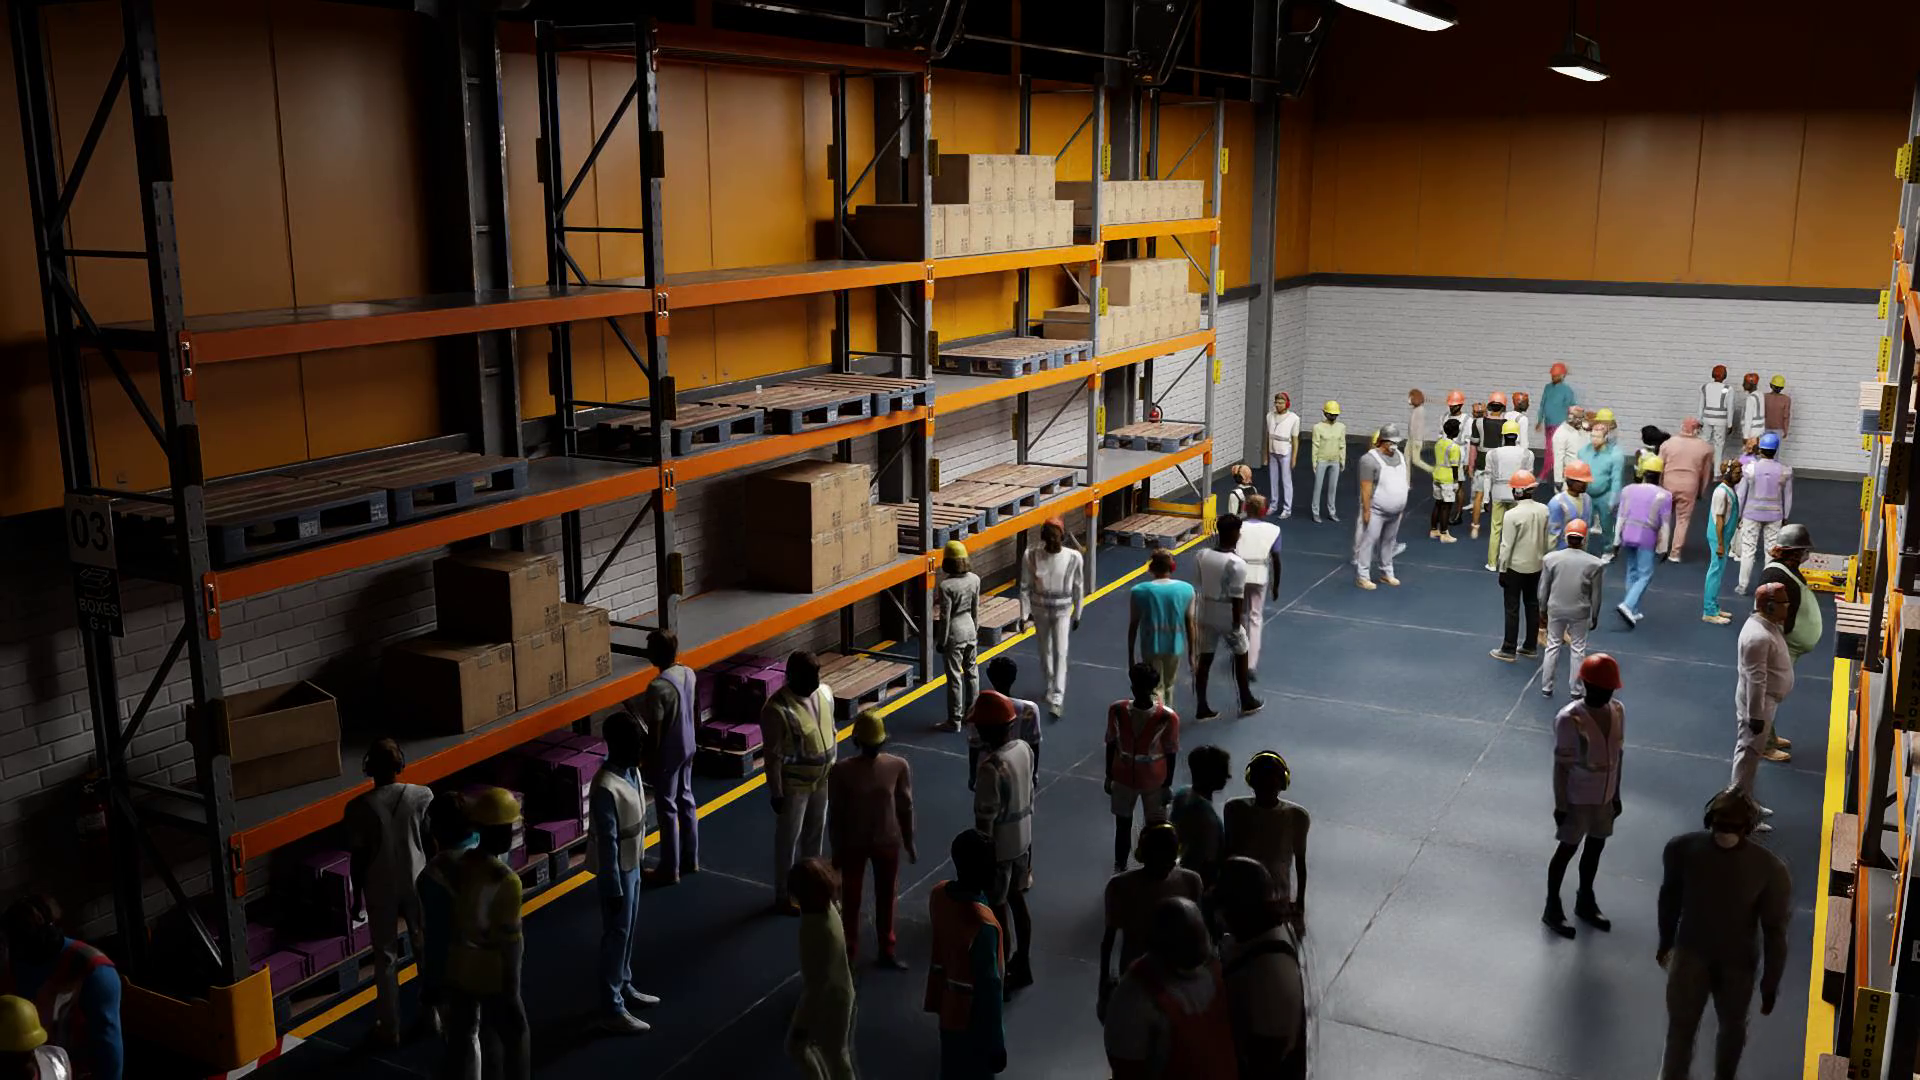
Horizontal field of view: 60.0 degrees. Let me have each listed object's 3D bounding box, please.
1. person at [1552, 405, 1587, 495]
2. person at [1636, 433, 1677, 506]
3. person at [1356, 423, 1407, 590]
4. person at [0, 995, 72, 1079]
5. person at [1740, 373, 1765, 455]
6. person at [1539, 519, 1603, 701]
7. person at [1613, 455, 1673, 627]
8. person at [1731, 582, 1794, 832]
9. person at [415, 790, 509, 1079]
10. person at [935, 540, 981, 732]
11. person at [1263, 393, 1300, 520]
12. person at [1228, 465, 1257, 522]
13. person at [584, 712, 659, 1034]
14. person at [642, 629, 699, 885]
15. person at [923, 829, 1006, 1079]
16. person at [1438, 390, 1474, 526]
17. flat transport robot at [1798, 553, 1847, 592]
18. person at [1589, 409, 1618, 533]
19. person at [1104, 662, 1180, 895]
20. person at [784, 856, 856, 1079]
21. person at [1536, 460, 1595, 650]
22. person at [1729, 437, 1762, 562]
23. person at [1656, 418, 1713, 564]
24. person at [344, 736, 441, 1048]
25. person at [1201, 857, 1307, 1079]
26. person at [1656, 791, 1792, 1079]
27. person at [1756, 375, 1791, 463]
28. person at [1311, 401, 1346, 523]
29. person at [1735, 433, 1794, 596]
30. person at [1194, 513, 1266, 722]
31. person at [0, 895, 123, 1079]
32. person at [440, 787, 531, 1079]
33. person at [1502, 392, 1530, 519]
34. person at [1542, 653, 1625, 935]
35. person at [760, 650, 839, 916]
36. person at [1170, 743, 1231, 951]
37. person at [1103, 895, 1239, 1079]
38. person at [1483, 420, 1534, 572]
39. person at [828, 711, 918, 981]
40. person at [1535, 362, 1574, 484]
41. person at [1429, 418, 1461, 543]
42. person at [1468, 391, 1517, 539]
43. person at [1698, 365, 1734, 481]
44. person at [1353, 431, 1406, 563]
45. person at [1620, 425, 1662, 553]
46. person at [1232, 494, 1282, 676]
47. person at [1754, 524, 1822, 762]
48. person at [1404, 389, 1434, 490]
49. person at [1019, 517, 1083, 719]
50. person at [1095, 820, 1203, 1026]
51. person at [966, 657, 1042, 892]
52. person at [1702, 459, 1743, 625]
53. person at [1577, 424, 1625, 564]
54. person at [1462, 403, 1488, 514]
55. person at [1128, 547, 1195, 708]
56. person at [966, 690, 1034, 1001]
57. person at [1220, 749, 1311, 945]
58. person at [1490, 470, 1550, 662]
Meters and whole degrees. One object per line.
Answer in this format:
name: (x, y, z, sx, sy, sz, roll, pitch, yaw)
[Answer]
person: (8.203, -0.875, 22.369, 0.648, 1.895, 0.402, -11, 17, -41)
person: (9.073, -0.590, 21.629, 0.526, 1.641, 0.840, 3, 13, 12)
person: (5.111, -0.419, 19.986, 0.690, 2.000, 0.537, -7, 14, -29)
person: (-3.749, 2.665, 6.669, 0.403, 1.825, 0.593, 5, 14, 23)
person: (12.391, -1.686, 26.040, 0.366, 1.873, 0.579, 10, 16, 37)
person: (5.806, 0.658, 15.834, 0.566, 1.744, 0.350, 7, 14, 28)
person: (7.479, 0.020, 18.368, 0.776, 1.892, 0.604, -11, 16, -40)
person: (6.154, 1.258, 12.767, 0.409, 1.913, 0.651, 7, 14, 27)
person: (-2.622, 2.194, 8.737, 0.429, 1.845, 0.622, 4, 13, 19)
person: (-0.027, 0.856, 14.950, 0.298, 1.744, 0.486, 12, 17, 42)
person: (4.659, -1.224, 24.053, 0.386, 1.837, 0.564, -10, 16, -38)
person: (3.274, -0.070, 19.356, 0.315, 1.629, 0.509, 10, 16, 38)
person: (-2.004, 1.927, 9.761, 0.371, 1.916, 0.597, 0, 13, 1)
person: (-2.049, 1.522, 11.772, 0.359, 1.835, 0.512, 6, 14, 24)
person: (0.039, 2.309, 8.048, 0.392, 1.919, 0.592, -6, 14, -26)
person: (6.996, -1.171, 23.611, 0.386, 1.929, 0.543, -10, 16, -37)
flat transport robot: (10.561, 0.372, 20.442, 0.652, 0.197, 1.431, 7, 14, 28)
person: (8.919, -0.959, 23.099, 0.321, 1.737, 0.483, 11, 17, 42)
person: (1.239, 1.657, 11.463, 0.535, 1.699, 0.318, 5, 14, 22)
person: (-0.719, 2.363, 8.487, 0.469, 1.613, 0.506, -6, 14, -24)
person: (6.386, 0.160, 17.423, 0.608, 2.033, 0.427, -8, 15, -31)
person: (10.120, -0.522, 21.377, 0.318, 1.631, 0.524, 1, 13, 4)
person: (9.313, -0.660, 21.491, 0.671, 1.856, 0.819, 6, 14, 24)
person: (-3.245, 2.008, 9.560, 0.504, 1.847, 0.344, -8, 15, -30)
person: (1.352, 2.365, 7.521, 0.666, 2.000, 0.704, 2, 13, 7)
person: (3.924, 2.196, 8.634, 0.651, 1.875, 1.048, 8, 15, 33)
person: (13.047, -1.781, 26.727, 0.526, 1.761, 0.344, 2, 13, 9)
person: (5.262, -1.116, 23.739, 0.525, 1.762, 0.340, -3, 13, -14)
person: (9.461, -0.287, 19.604, 0.601, 1.948, 0.386, 4, 13, 19)
person: (2.472, 0.693, 15.258, 0.873, 1.930, 0.613, -11, 17, -41)
person: (-4.081, 2.465, 7.555, 0.634, 1.836, 0.432, 3, 13, 14)
person: (-2.425, 2.207, 8.586, 0.583, 1.895, 0.484, 8, 15, 31)
person: (7.902, -1.171, 23.711, 0.362, 1.883, 0.576, -3, 13, -13)
person: (4.130, 1.662, 10.928, 0.542, 1.927, 0.378, -6, 14, -24)
person: (-1.059, 1.630, 11.291, 0.430, 1.836, 0.628, 10, 16, 37)
person: (1.370, 2.026, 9.495, 0.417, 1.842, 0.548, -2, 13, -10)
person: (0.941, 2.431, 7.225, 0.540, 2.000, 0.695, 12, 17, 42)
person: (6.837, -0.538, 20.800, 0.585, 1.918, 0.395, 3, 13, 15)
person: (-0.545, 1.888, 10.332, 0.554, 1.754, 0.418, -4, 13, -16)
person: (9.635, -1.896, 26.786, 0.915, 1.970, 0.618, -4, 13, -17)
person: (6.590, -0.809, 22.529, 0.320, 1.691, 0.536, -3, 13, -11)
person: (7.246, -1.008, 22.656, 0.612, 2.030, 0.403, 4, 13, 18)
person: (12.233, -1.892, 26.937, 0.356, 1.884, 0.574, -11, 17, -41)
person: (5.392, -0.566, 21.404, 0.905, 1.692, 0.500, -11, 17, -41)
person: (9.080, -0.675, 21.953, 0.561, 1.678, 0.524, -3, 13, -14)
person: (2.913, 0.436, 16.752, 0.632, 1.772, 0.996, 2, 13, 9)
person: (7.084, 0.858, 14.268, 0.536, 2.000, 0.672, 7, 14, 29)
person: (7.199, -1.565, 26.090, 0.617, 1.614, 0.497, -2, 13, -7)
person: (0.834, 0.706, 15.406, 0.577, 1.829, 0.991, 2, 13, 10)
person: (0.973, 2.274, 8.371, 0.590, 1.833, 0.705, 0, 13, 0)
person: (0.304, 1.638, 11.558, 0.531, 1.693, 0.320, -1, 13, -5)
person: (8.497, 0.009, 18.512, 0.345, 1.846, 0.507, 7, 14, 29)
person: (8.061, -0.552, 21.034, 0.645, 1.858, 1.024, 12, 17, 43)
person: (7.608, -1.203, 24.408, 0.313, 1.636, 0.517, -1, 13, -5)
person: (1.751, 0.966, 14.357, 0.574, 1.798, 0.943, -1, 13, -4)
person: (0.228, 1.844, 10.112, 0.390, 1.930, 0.546, 7, 15, 30)
person: (1.679, 2.059, 9.292, 0.510, 1.865, 0.329, 3, 13, 15)
person: (5.746, 0.263, 17.064, 0.617, 1.986, 0.407, -7, 14, -27)
